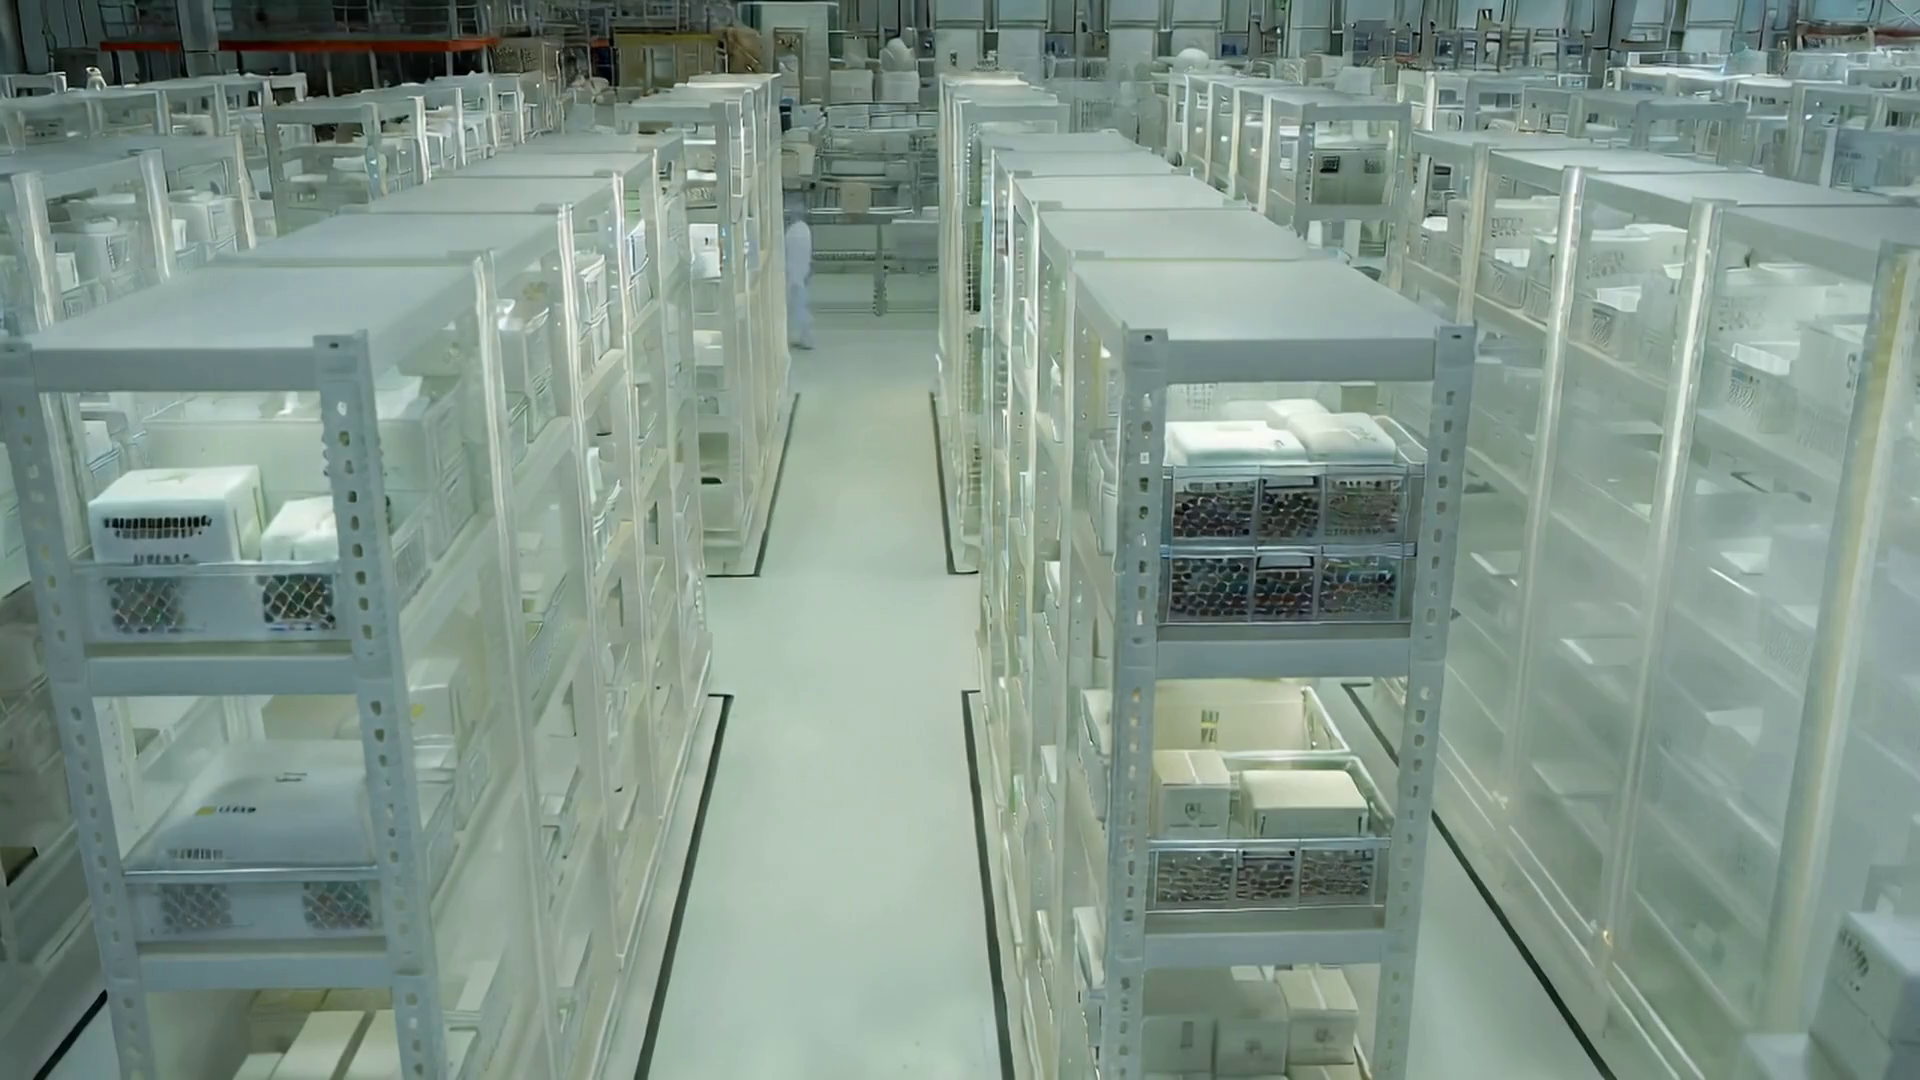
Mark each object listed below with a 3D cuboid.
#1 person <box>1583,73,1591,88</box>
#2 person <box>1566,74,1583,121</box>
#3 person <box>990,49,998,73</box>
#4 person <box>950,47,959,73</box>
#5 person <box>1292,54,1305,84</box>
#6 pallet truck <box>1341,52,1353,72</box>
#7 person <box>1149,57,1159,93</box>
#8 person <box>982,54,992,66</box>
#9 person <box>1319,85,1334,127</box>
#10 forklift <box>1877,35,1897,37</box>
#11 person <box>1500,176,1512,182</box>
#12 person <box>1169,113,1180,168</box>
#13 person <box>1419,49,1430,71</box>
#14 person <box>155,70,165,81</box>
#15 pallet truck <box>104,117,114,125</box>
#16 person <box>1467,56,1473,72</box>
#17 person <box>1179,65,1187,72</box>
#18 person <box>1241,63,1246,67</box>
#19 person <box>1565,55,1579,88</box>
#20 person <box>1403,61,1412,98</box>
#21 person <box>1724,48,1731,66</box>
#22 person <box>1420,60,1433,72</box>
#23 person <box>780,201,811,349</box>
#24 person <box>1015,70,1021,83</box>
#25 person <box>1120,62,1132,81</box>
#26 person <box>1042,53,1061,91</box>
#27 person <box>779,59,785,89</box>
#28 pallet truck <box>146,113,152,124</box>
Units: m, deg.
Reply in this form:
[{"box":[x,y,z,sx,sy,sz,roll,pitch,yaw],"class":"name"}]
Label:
[{"box":[24.286,-17.210,64.428,0.322,1.689,0.532,-6,19,-18],"class":"person"},{"box":[21.344,-15.209,57.851,0.381,1.931,0.565,-11,21,-32],"class":"person"},{"box":[1.764,-25.116,88.505,0.430,1.927,0.615,16,24,41],"class":"person"},{"box":[-0.328,-26.569,92.991,0.551,1.934,0.373,-14,23,-38],"class":"person"},{"box":[16.889,-23.264,82.929,0.624,1.838,0.430,8,19,22],"class":"person"},{"box":[18.794,-23.123,82.231,0.823,1.965,1.885,-13,22,-35],"class":"pallet truck"},{"box":[9.641,-23.111,82.618,0.487,1.732,0.328,4,18,12],"class":"person"},{"box":[1.280,-22.347,79.944,0.594,1.924,0.382,13,22,36],"class":"person"},{"box":[11.653,-13.543,52.895,0.596,1.809,0.818,-1,18,-3],"class":"person"},{"box":[44.184,-22.804,79.830,1.129,2.768,1.873,-1,18,-2],"class":"forklift"},{"box":[11.964,-8.220,36.615,0.545,1.674,0.501,0,18,-1],"class":"person"},{"box":[5.139,-9.365,40.022,0.305,1.772,0.525,-3,18,-10],"class":"person"},{"box":[25.498,-26.023,91.400,0.545,1.887,1.018,6,19,19],"class":"person"},{"box":[-30.069,-16.723,62.608,0.355,1.885,0.575,0,18,1],"class":"person"},{"box":[-18.367,-7.885,35.078,1.885,1.965,0.823,1,18,2],"class":"pallet truck"},{"box":[24.950,-22.702,81.222,0.774,1.822,0.525,7,19,21],"class":"person"},{"box":[8.764,-17.705,65.489,0.783,1.977,0.698,-2,18,-6],"class":"person"},{"box":[12.863,-20.689,75.164,0.941,1.711,0.529,-6,19,-17],"class":"person"},{"box":[29.183,-22.183,79.441,0.650,1.921,0.487,7,19,21],"class":"person"},{"box":[20.942,-21.575,77.924,0.538,1.696,0.317,-9,20,-25],"class":"person"},{"box":[41.558,-25.684,90.257,0.379,1.937,0.629,1,18,3],"class":"person"},{"box":[20.422,-20.056,72.877,0.582,1.919,0.400,-6,19,-18],"class":"person"},{"box":[-2.178,-3.381,21.305,0.575,1.885,0.687,3,18,10],"class":"person"},{"box":[2.271,-17.229,64.272,0.969,1.817,0.541,11,21,31],"class":"person"},{"box":[6.887,-18.797,68.941,0.646,1.933,1.039,-9,20,-25],"class":"person"},{"box":[4.652,-23.784,84.442,0.944,1.905,0.629,-9,20,-27],"class":"person"},{"box":[-8.725,-22.759,81.377,0.430,1.836,0.619,-4,18,-13],"class":"person"},{"box":[-18.087,-8.309,36.390,1.885,1.965,0.823,-1,18,-4],"class":"pallet truck"}]
